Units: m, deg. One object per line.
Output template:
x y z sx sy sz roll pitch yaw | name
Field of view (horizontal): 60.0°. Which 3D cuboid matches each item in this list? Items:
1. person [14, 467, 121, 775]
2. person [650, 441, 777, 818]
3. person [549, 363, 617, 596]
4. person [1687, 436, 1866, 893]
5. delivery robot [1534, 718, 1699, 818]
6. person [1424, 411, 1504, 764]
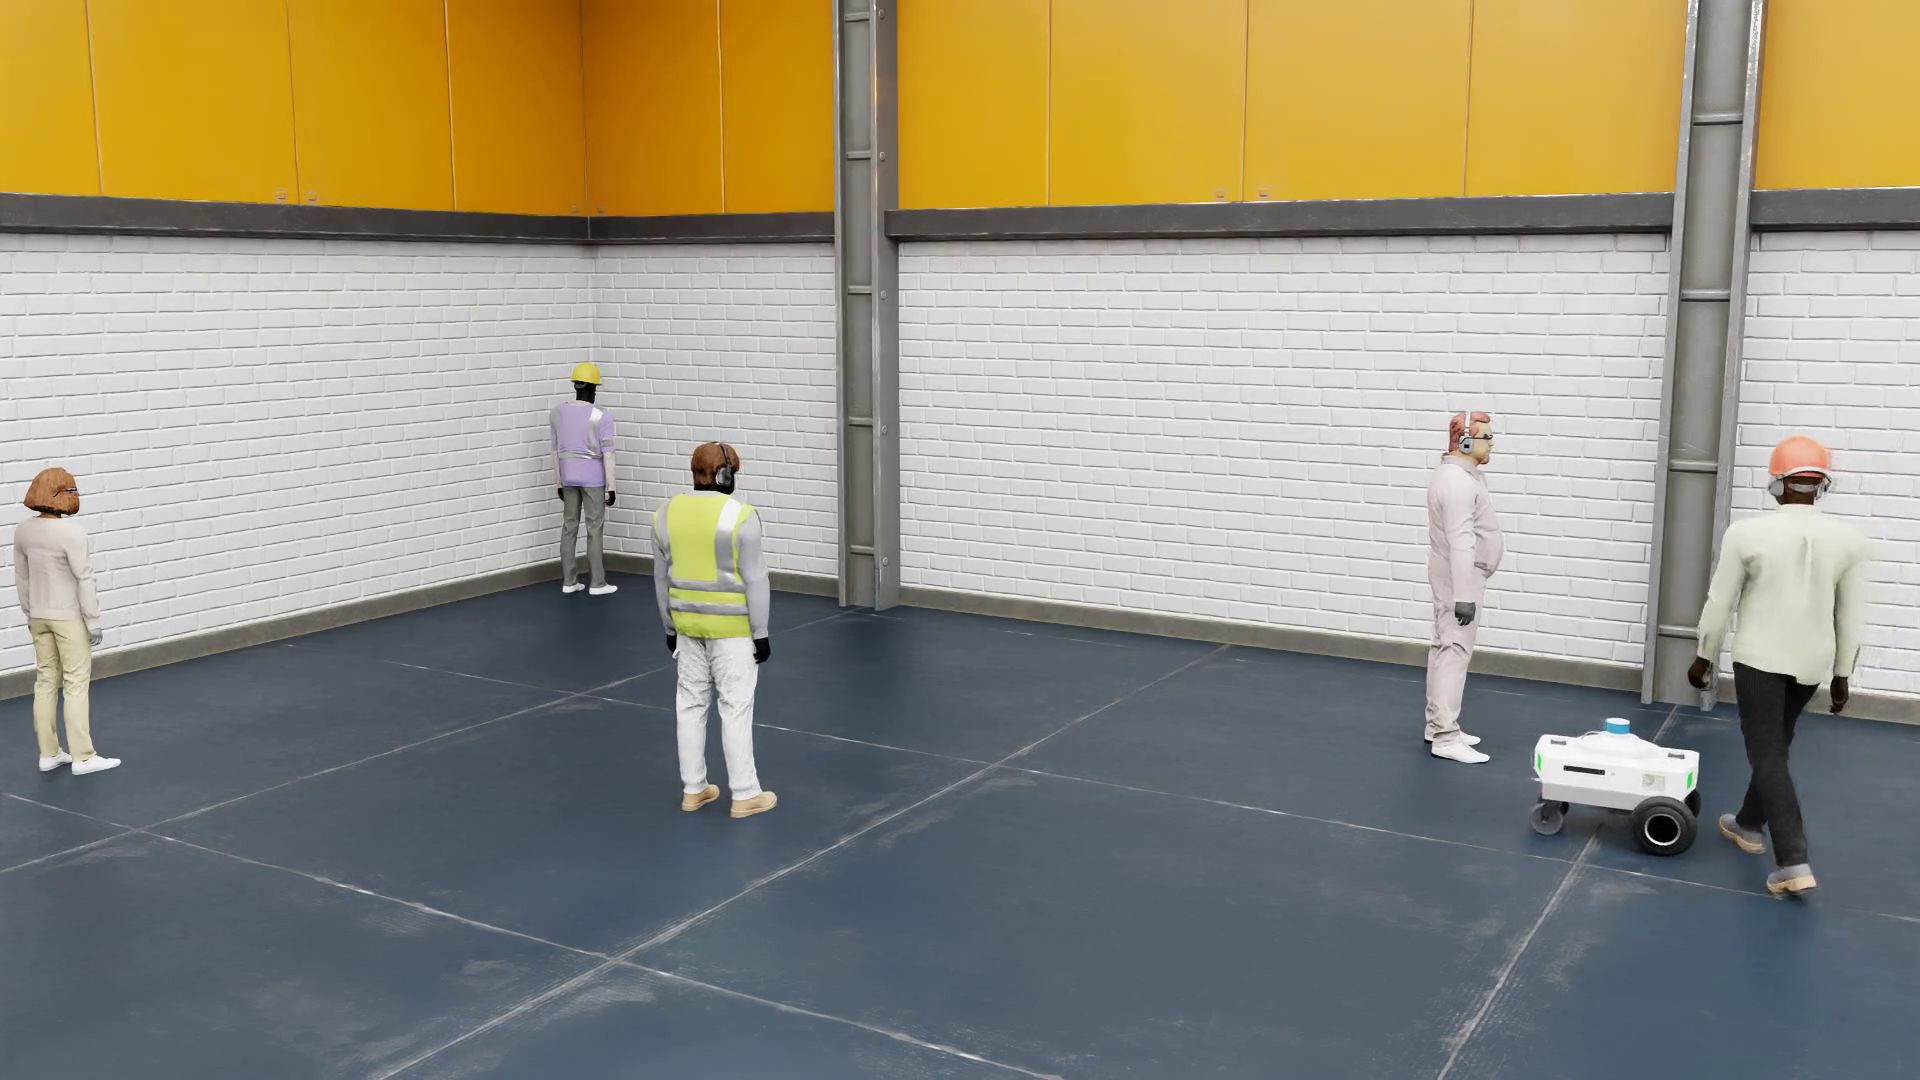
-4.757 0.428 8.816 0.508 1.632 0.265 4 10 21 | person
-1.186 0.437 8.139 0.619 1.837 0.430 5 10 26 | person
-3.083 -0.497 13.707 0.582 1.918 0.388 3 10 17 | person
3.591 0.524 7.259 0.619 1.955 1.005 0 9 -2 | person
3.074 1.081 7.807 0.707 0.478 0.477 4 10 26 | delivery robot
2.753 0.246 9.101 0.408 1.906 0.653 2 9 11 | person
